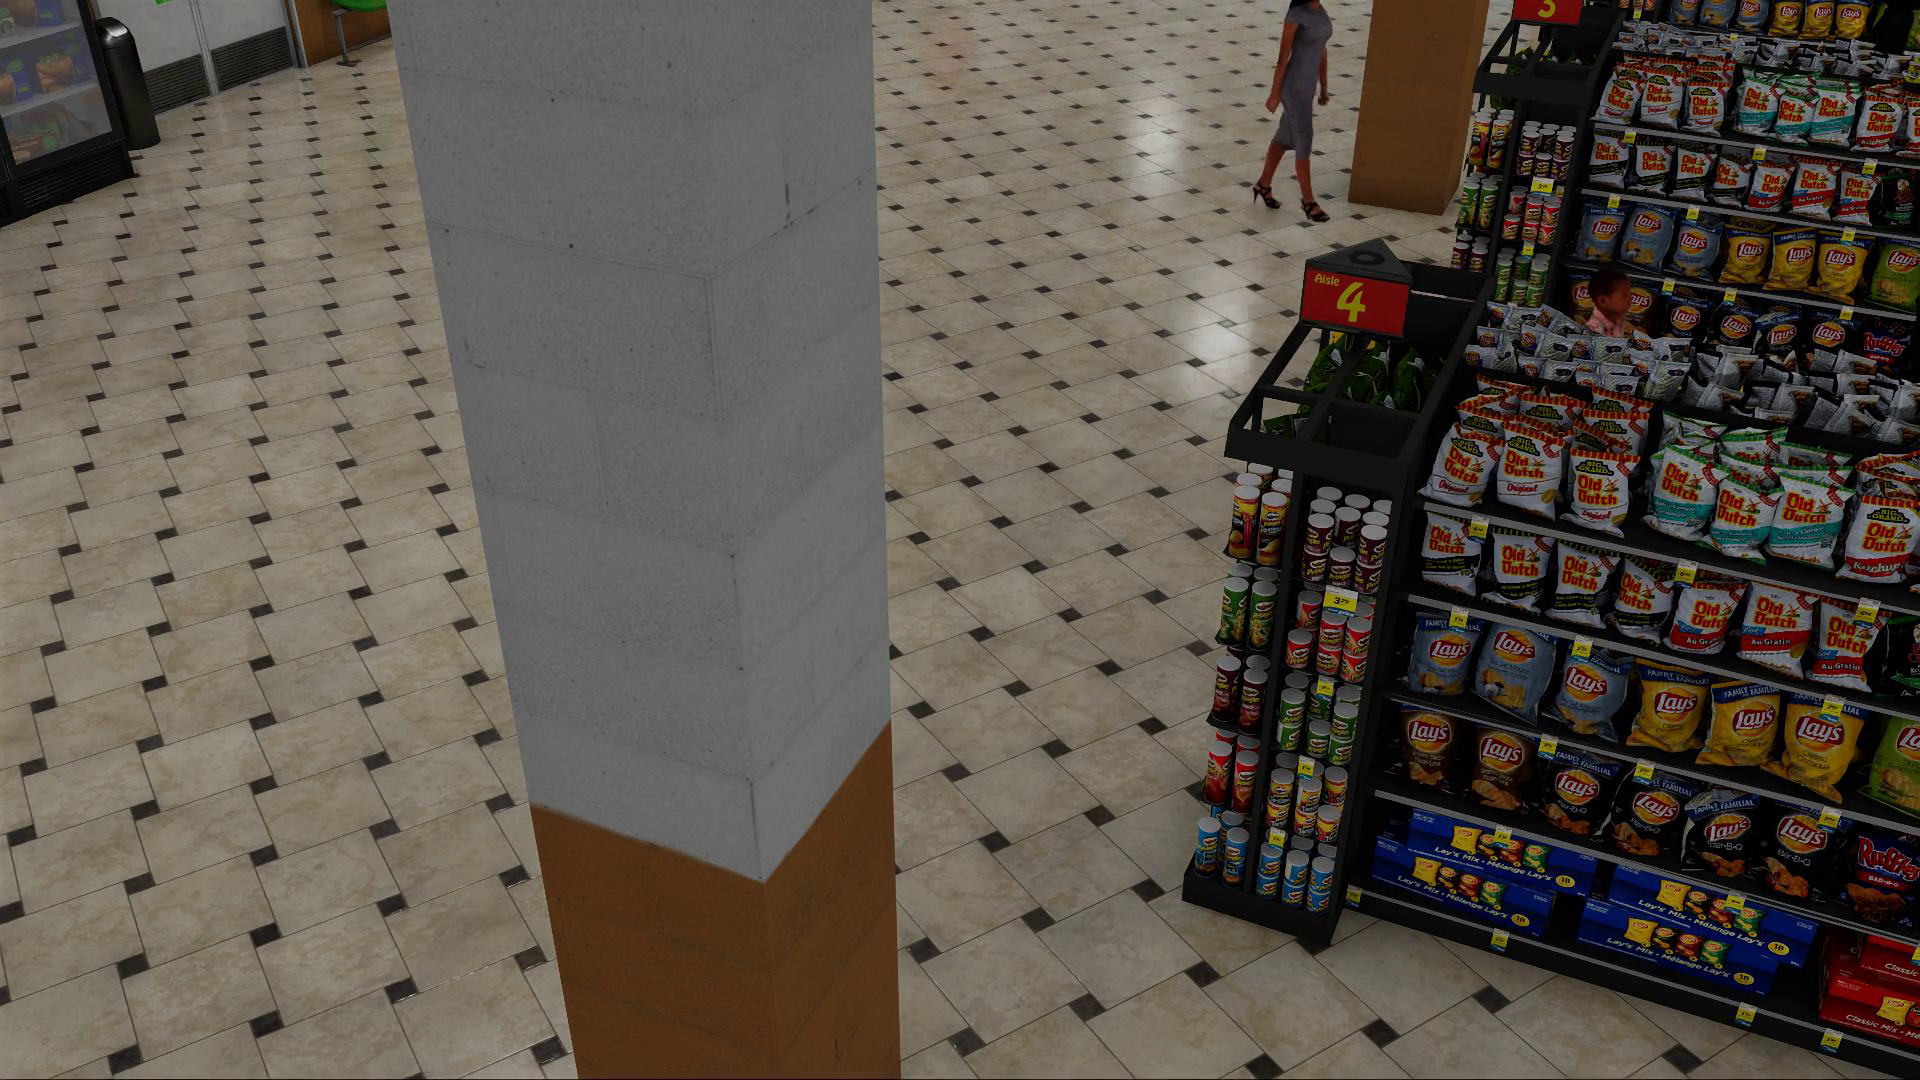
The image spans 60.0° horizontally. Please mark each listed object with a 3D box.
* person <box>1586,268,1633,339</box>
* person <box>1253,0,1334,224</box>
[{"bbox_3d":[3.050,-0.732,8.240,0.723,1.301,0.607,25,40,34],"label":"person"},{"bbox_3d":[2.286,-3.156,11.706,1.004,1.755,0.768,25,40,34],"label":"person"}]
